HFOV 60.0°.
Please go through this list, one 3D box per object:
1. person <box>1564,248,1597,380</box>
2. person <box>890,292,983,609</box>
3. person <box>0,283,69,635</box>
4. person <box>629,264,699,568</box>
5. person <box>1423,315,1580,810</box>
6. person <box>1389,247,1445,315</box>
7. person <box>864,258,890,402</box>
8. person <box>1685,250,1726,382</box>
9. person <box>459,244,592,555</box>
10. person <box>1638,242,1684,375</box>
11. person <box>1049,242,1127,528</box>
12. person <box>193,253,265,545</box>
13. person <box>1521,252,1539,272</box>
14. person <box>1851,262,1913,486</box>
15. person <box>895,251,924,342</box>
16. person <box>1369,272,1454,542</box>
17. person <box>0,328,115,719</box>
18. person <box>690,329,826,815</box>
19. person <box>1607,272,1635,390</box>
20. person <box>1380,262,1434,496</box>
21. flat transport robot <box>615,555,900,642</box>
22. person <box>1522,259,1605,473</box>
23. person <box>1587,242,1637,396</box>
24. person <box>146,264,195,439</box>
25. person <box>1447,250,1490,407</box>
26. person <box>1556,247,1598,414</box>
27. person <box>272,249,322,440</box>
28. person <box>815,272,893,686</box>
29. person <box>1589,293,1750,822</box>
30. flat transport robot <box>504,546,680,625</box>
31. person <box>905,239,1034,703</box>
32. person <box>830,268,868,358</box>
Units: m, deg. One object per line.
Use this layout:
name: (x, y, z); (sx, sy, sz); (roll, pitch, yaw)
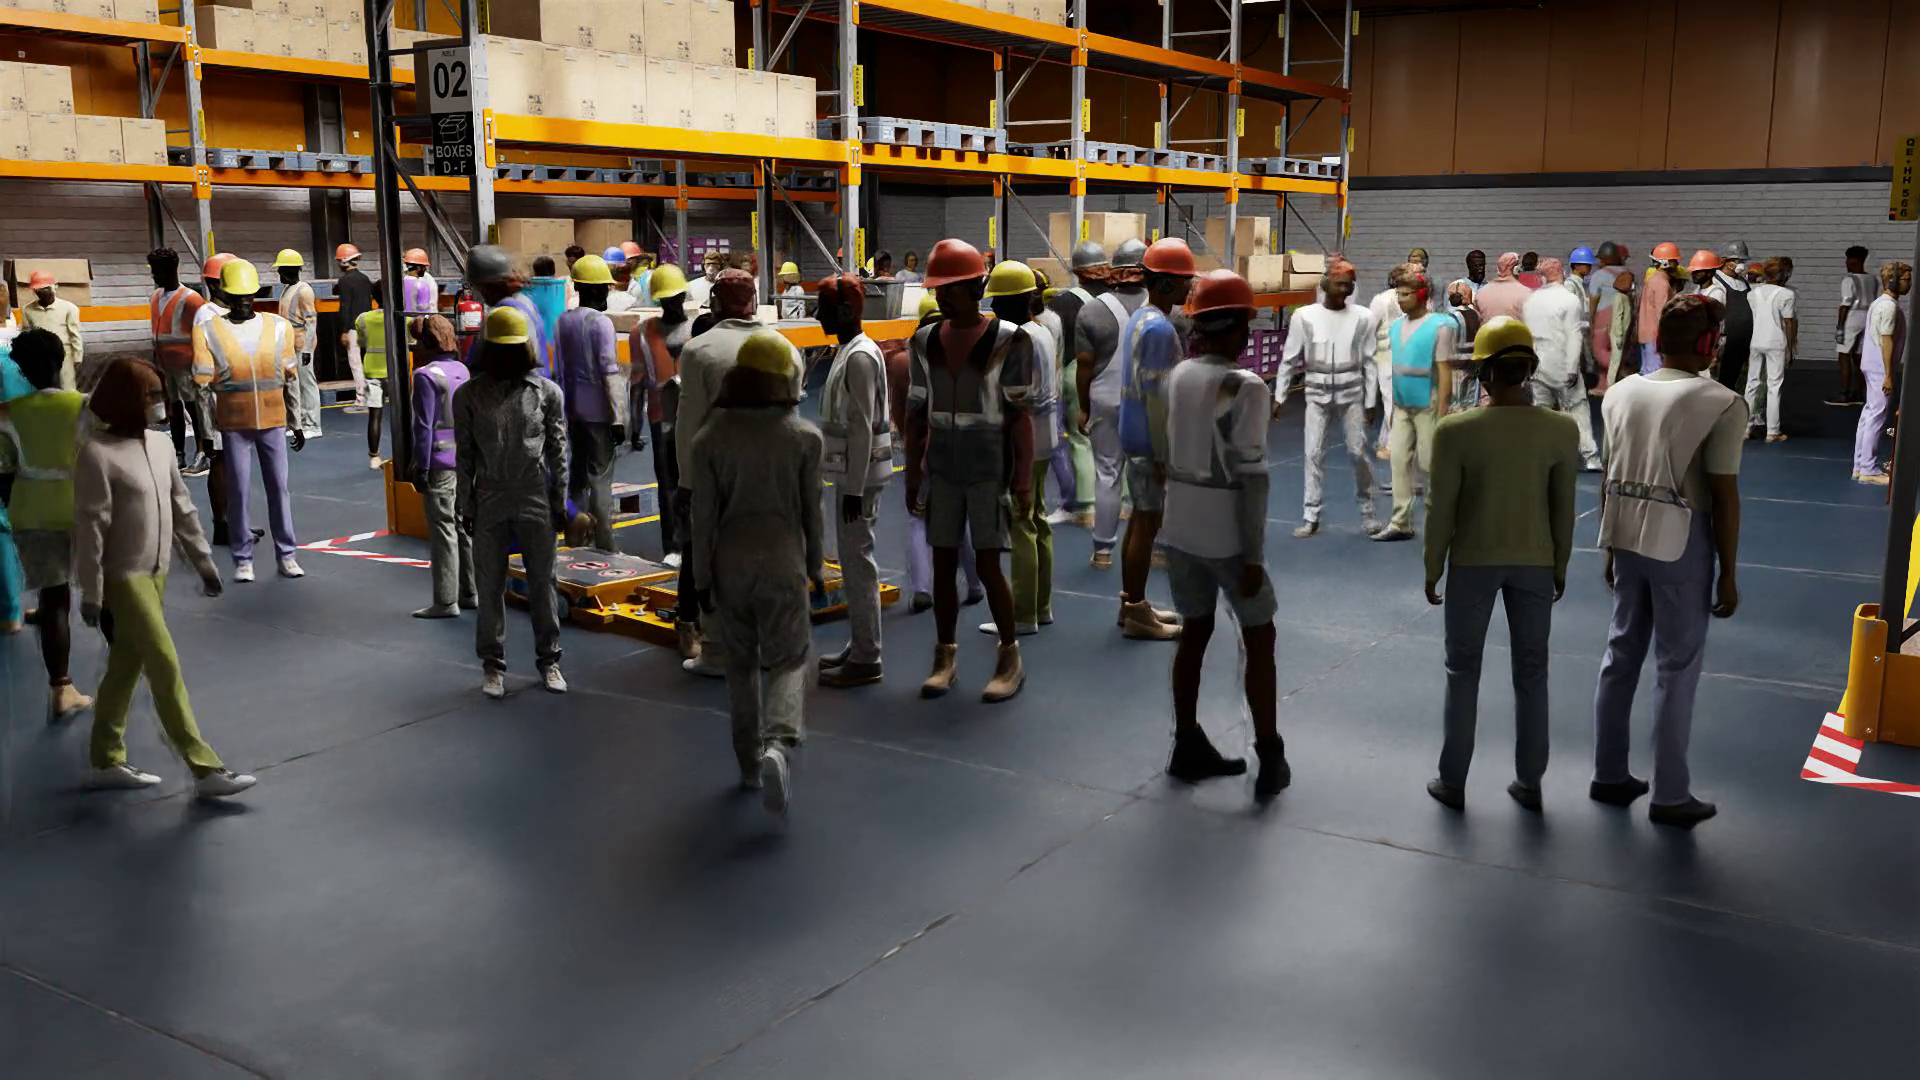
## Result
person: (8.974, -3.283, 24.218); (0.655, 1.902, 0.537); (10, 14, 43)
person: (-0.142, -0.483, 9.142); (0.541, 1.738, 0.585); (2, 10, 13)
person: (-4.897, -0.428, 8.568); (0.343, 1.839, 0.503); (6, 12, 30)
person: (-1.739, -0.750, 10.381); (0.621, 1.838, 0.921); (-1, 10, -6)
person: (1.909, 0.089, 5.921); (0.527, 1.761, 0.339); (1, 10, 3)
person: (5.178, -2.351, 18.953); (0.628, 1.937, 0.378); (3, 11, 15)
person: (-1.049, -2.584, 20.565); (0.404, 1.824, 0.586); (3, 11, 18)
person: (7.163, -1.823, 16.079); (0.416, 1.925, 0.559); (1, 10, 4)
person: (-2.673, -0.794, 10.031); (0.670, 2.000, 0.722); (0, 10, 0)
person: (7.268, -2.088, 17.325); (0.384, 1.996, 0.610); (2, 10, 10)
person: (0.923, -1.116, 11.812); (0.708, 2.000, 0.647); (-2, 11, -13)
person: (-4.889, -0.935, 11.114); (0.376, 1.932, 0.543); (-2, 10, -12)
person: (8.527, -3.400, 25.013); (0.342, 1.846, 0.508); (9, 14, 42)
person: (7.665, -1.378, 13.807); (0.327, 1.843, 0.514); (3, 11, 18)
person: (-0.778, -3.599, 26.114); (0.507, 1.846, 0.351); (-7, 12, -34)
person: (3.141, -0.893, 11.212); (0.736, 1.818, 0.589); (-5, 11, -24)
person: (-3.856, -0.093, 7.223); (0.593, 1.637, 0.806); (-3, 11, -16)
person: (-0.718, 0.112, 5.913); (0.482, 1.709, 0.725); (0, 10, -3)
person: (8.220, -2.511, 20.671); (0.286, 1.633, 0.499); (6, 12, 30)
person: (3.588, -1.269, 13.200); (0.390, 1.846, 0.565); (2, 10, 9)
flat transport robot: (-1.062, 0.297, 8.891); (0.652, 0.197, 1.431); (10, 14, 43)
person: (5.250, -1.512, 14.537); (0.665, 1.856, 0.679); (-4, 11, -22)
person: (8.386, -2.839, 21.360); (0.699, 2.000, 0.771); (-4, 11, -22)
person: (-8.057, -2.002, 17.035); (0.386, 1.926, 0.591); (-6, 12, -31)
person: (5.316, -2.052, 17.339); (0.593, 1.920, 0.391); (-4, 11, -22)
person: (6.655, -2.192, 18.035); (0.405, 1.945, 0.615); (6, 12, 31)
person: (-6.755, -1.987, 16.949); (0.370, 1.928, 0.585); (-9, 14, -42)
person: (-0.498, -0.279, 7.641); (0.370, 1.879, 0.585); (-2, 10, -9)
person: (2.453, 0.067, 5.822); (0.391, 1.838, 0.561); (-5, 11, -26)
flat transport robot: (-2.123, 0.227, 9.277); (1.431, 0.197, 0.652); (10, 14, 43)
person: (0.024, -0.293, 7.311); (0.620, 2.028, 0.408); (5, 12, 27)
person: (-1.147, -2.186, 18.126); (0.600, 1.908, 0.396); (-4, 11, -22)
